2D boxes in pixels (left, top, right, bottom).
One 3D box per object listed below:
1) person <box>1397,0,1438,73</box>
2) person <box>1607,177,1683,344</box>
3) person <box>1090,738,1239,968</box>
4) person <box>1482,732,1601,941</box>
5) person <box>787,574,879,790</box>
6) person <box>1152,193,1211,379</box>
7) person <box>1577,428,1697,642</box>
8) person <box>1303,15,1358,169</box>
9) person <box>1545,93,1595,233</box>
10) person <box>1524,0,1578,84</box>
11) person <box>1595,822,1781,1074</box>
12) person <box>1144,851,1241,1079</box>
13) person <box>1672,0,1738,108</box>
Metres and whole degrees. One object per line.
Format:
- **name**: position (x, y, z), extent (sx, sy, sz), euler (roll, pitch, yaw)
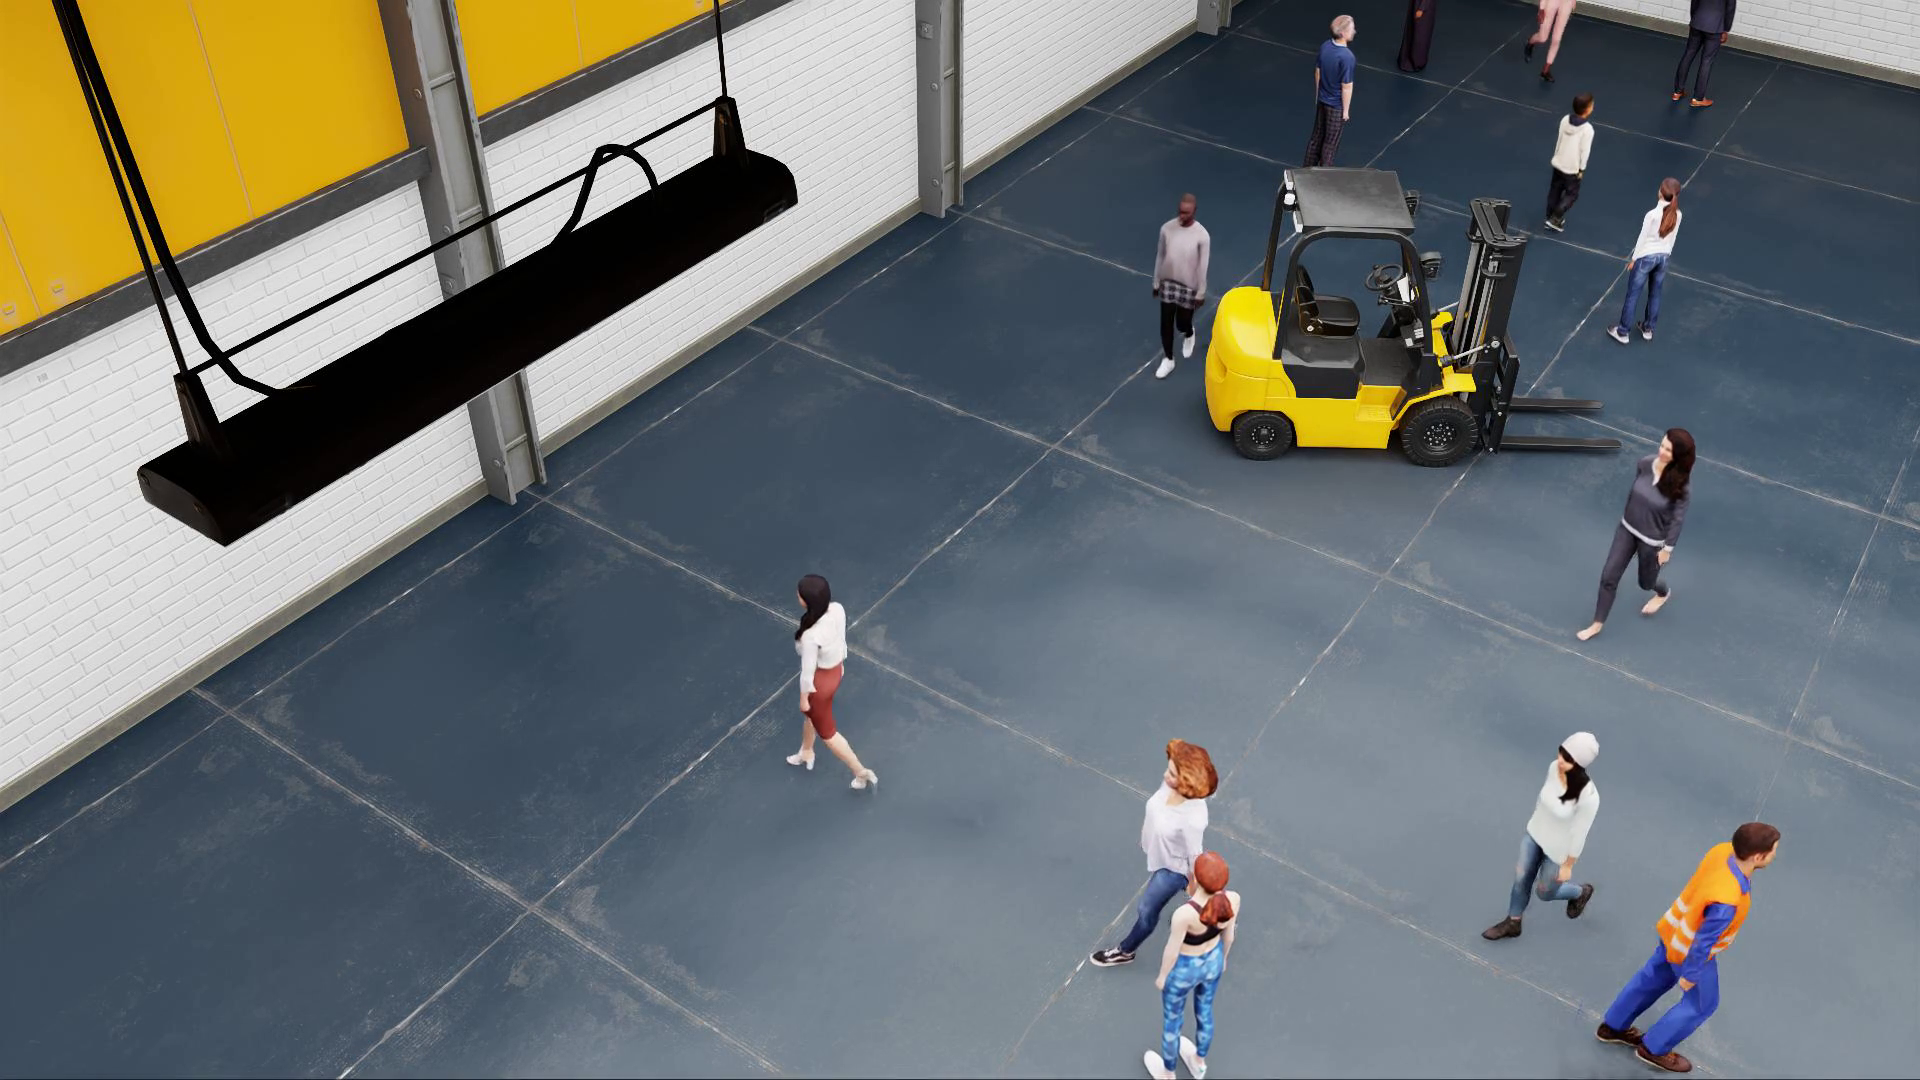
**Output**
- **person**: position (5.545, -6.427, 19.866), extent (0.736, 1.614, 0.628), euler (10, 40, 12)
- **person**: position (6.259, -2.531, 15.038), extent (0.644, 1.550, 0.711), euler (-8, 39, -10)
- **person**: position (1.329, 1.799, 9.520), extent (1.183, 1.671, 1.151), euler (-5, 39, -6)
- **person**: position (3.495, 1.737, 9.630), extent (1.004, 1.629, 0.878), euler (-13, 40, -15)
- **person**: position (-0.822, 0.947, 10.537), extent (0.789, 1.732, 0.908), euler (14, 41, 17)
- **person**: position (1.963, -2.257, 14.526), extent (0.686, 1.761, 0.817), euler (21, 43, 24)
- **person**: position (4.911, -0.058, 11.791), extent (1.154, 1.739, 0.865), euler (-24, 44, -27)
- **person**: position (3.863, -4.531, 17.286), extent (0.708, 1.870, 0.737), euler (-19, 42, -22)
- **person**: position (6.050, -3.758, 16.658), extent (0.719, 1.446, 0.691), euler (-21, 43, -24)
- **person**: position (6.993, -6.297, 19.626), extent (0.939, 1.710, 0.990), euler (-8, 39, -9)
- **person**: position (3.850, 2.177, 8.926), extent (0.878, 1.821, 0.799), euler (15, 41, 18)
- **person**: position (1.241, 2.288, 8.814), extent (0.650, 1.788, 0.726), euler (-15, 41, -18)
- **person**: position (8.563, -5.883, 19.016), extent (0.735, 1.824, 0.774), euler (-23, 44, -26)
